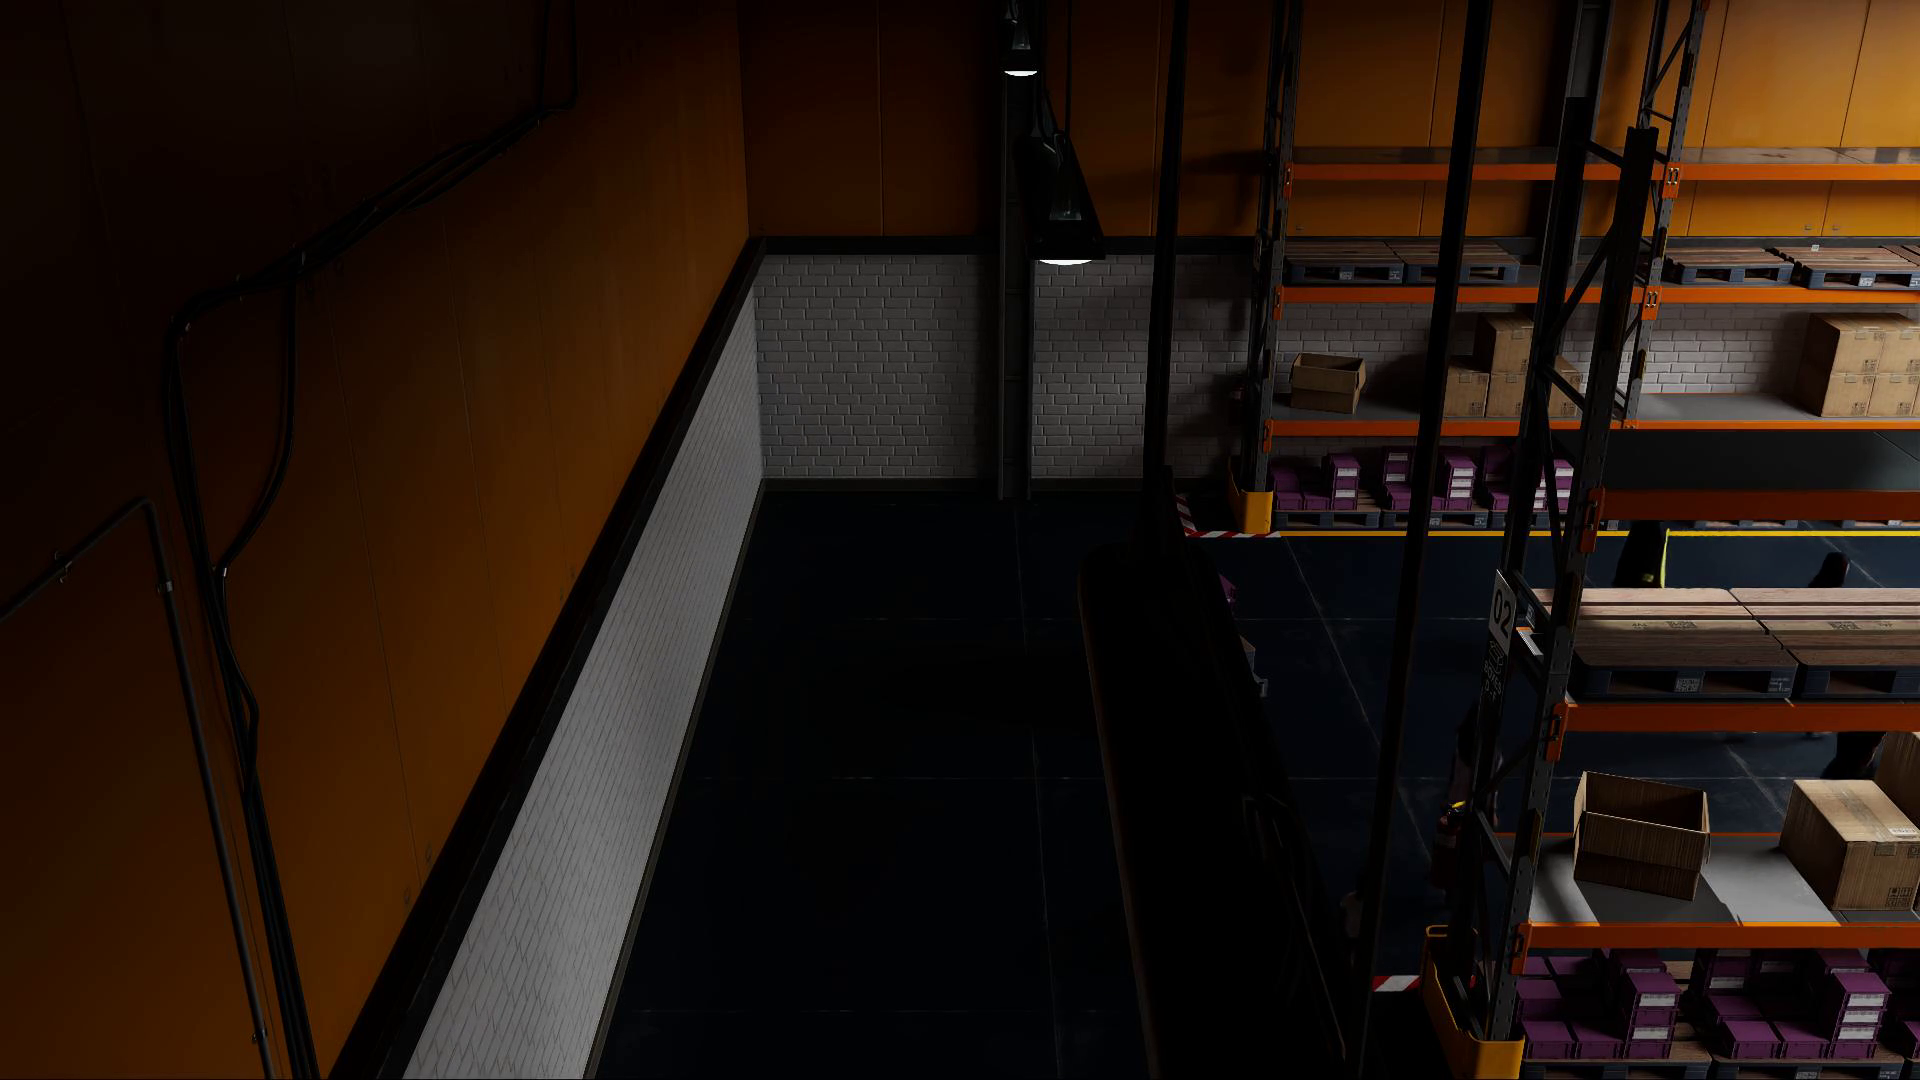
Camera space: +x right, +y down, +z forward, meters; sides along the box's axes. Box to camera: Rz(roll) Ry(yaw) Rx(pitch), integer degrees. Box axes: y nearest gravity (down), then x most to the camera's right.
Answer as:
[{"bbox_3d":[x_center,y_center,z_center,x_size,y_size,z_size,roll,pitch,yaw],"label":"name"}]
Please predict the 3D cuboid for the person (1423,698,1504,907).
[{"bbox_3d":[3.596,1.909,11.967,0.724,1.715,0.675,-6,24,-14],"label":"person"}]

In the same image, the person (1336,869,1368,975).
[{"bbox_3d":[2.686,2.614,11.240,0.564,1.005,0.578,6,24,13],"label":"person"}]
